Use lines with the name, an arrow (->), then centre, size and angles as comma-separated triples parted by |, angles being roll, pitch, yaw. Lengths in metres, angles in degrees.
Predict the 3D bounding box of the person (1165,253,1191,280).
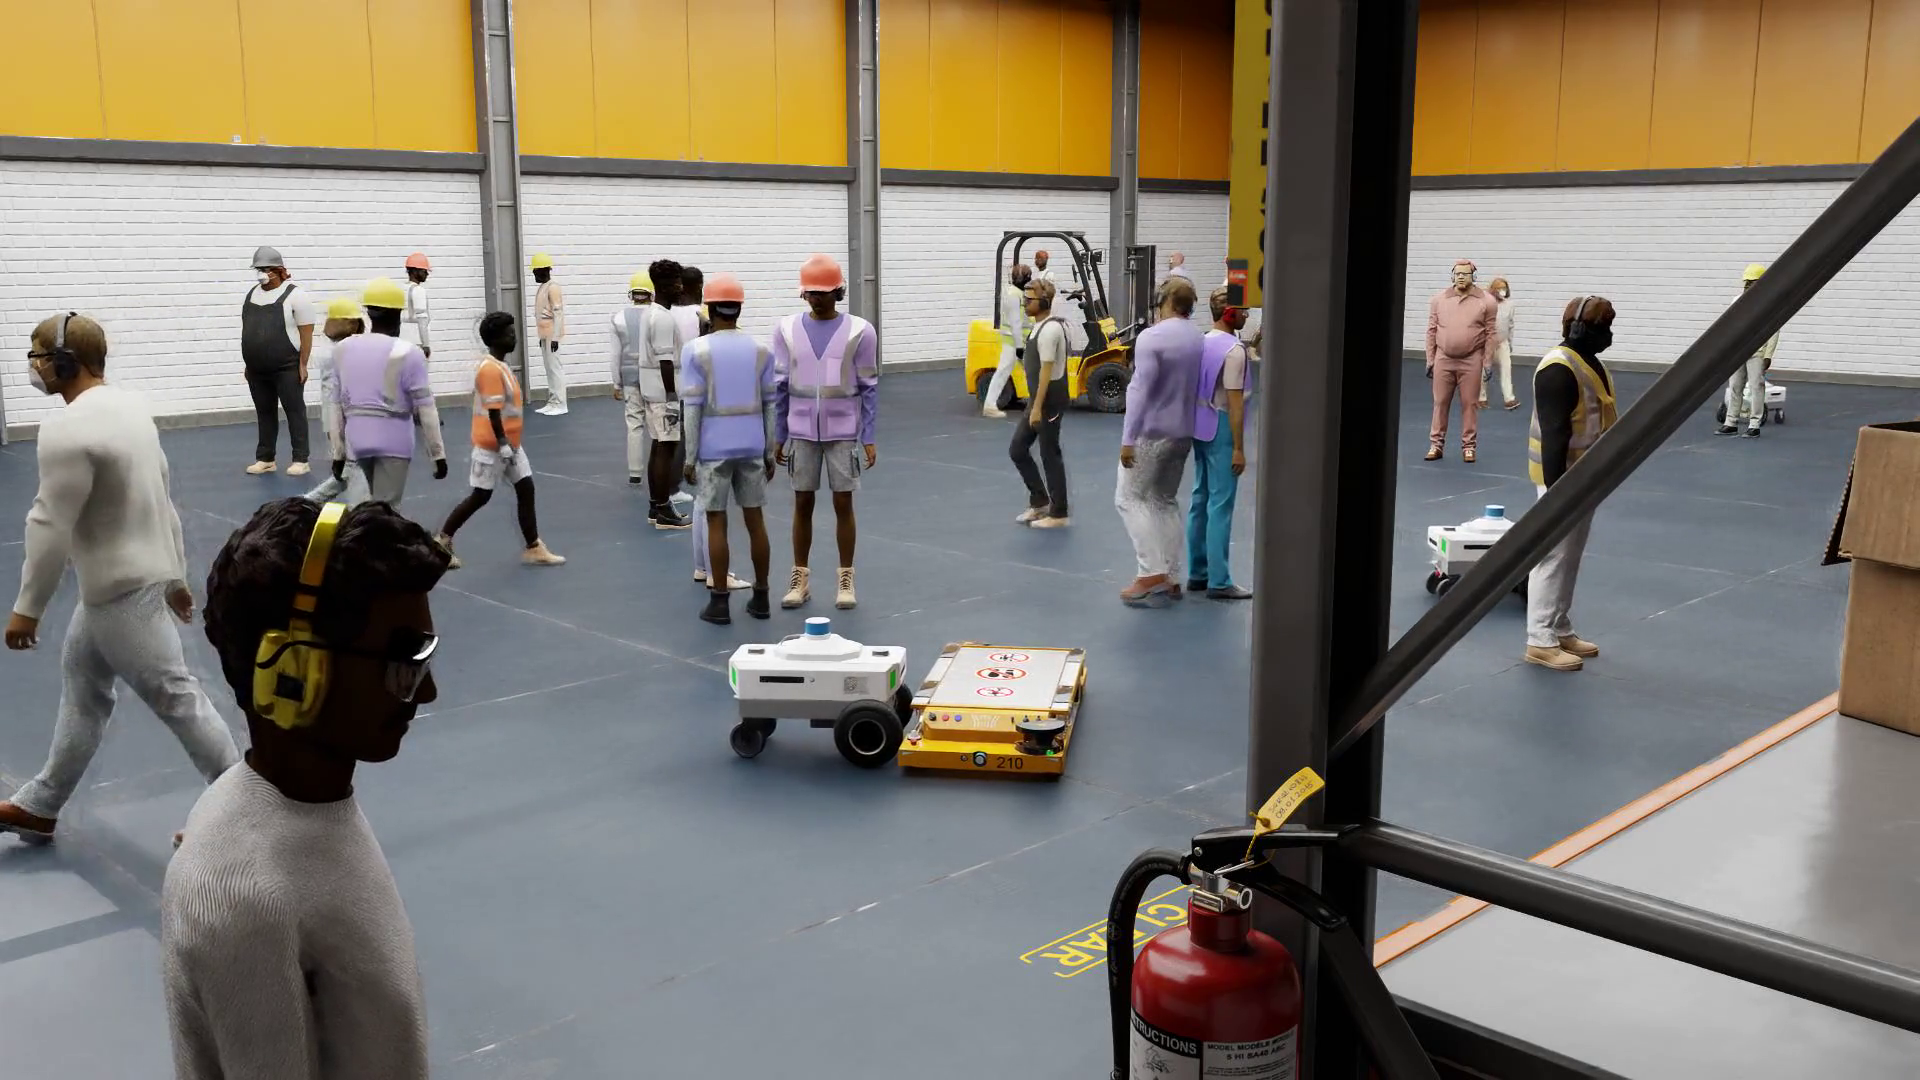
person -> 3.266, -3.441, 25.417 | 0.396, 1.864, 0.762 | 5, 12, 26

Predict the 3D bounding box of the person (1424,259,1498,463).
person -> 4.708, -1.685, 15.697 | 0.640, 1.909, 0.407 | 5, 11, 24

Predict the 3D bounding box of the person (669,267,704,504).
person -> -2.110, -1.257, 13.446 | 0.624, 1.866, 0.980 | 7, 12, 32

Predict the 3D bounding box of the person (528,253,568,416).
person -> -4.897, -2.439, 19.763 | 0.382, 1.923, 0.593 | -6, 12, -28

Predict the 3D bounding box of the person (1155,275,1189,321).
person -> 2.700, -2.654, 21.782 | 0.588, 1.618, 0.396 | -1, 10, -3

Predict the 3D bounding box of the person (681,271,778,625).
person -> -1.278, -0.506, 9.190 | 0.551, 1.933, 0.378 | -5, 12, -27

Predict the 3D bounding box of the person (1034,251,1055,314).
person -> 1.309, -3.663, 26.543 | 0.342, 1.883, 0.586 | -5, 11, -24

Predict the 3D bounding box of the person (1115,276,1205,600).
person -> 1.203, -0.584, 9.740 | 0.423, 1.900, 0.735 | 10, 14, 42

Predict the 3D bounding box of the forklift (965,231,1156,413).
forklift -> 1.222, -2.721, 20.561 | 2.313, 2.155, 1.214 | 2, 11, 13

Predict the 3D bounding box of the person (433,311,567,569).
person -> -3.012, -0.626, 10.596 | 0.830, 1.666, 0.529 | 0, 10, -1

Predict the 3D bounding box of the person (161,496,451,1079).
person -> -0.685, 0.872, 1.875 | 0.328, 1.865, 0.519 | -4, 11, -19

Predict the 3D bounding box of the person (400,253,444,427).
person -> -6.064, -2.233, 18.626 | 0.384, 1.930, 0.547 | -9, 14, -40

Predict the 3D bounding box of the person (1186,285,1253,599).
person -> 1.511, -0.578, 9.826 | 0.391, 1.846, 0.564 | -3, 11, -17

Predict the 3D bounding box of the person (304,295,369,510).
person -> -4.324, -0.846, 11.624 | 0.655, 1.720, 0.490 | 2, 11, 11

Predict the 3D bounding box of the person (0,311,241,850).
person -> -2.926, 0.169, 5.674 | 1.047, 1.879, 0.636 | -2, 11, -11

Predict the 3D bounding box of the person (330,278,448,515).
person -> -3.247, -0.549, 9.570 | 0.617, 1.876, 0.957 | 3, 11, 18

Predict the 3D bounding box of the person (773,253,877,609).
person -> -0.777, -0.608, 9.482 | 0.606, 2.033, 0.402 | 1, 10, 6

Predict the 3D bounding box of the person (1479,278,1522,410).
person -> 6.573, -2.373, 20.259 | 0.529, 1.595, 0.816 | -2, 11, -11

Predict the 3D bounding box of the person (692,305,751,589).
person -> -1.470, -0.583, 10.099 | 0.326, 1.760, 0.524 | -4, 11, -22

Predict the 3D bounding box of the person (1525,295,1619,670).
person -> 3.055, -0.290, 8.275 | 0.429, 1.839, 0.634 | 7, 13, 35

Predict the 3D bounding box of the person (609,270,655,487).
person -> -2.661, -1.359, 14.119 | 0.586, 1.835, 0.403 | -1, 10, -7

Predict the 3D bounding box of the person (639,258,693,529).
person -> -2.150, -1.064, 12.151 | 0.361, 1.963, 0.616 | -4, 11, -19

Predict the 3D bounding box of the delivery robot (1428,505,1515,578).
delivery robot -> 3.112, 0.041, 9.719 | 0.707, 0.478, 0.477 | 0, 10, 2

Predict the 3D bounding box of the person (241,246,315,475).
person -> -6.122, -1.590, 14.816 | 0.672, 2.000, 0.536 | 2, 11, 12

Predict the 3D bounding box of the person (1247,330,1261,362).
person -> 5.295, -3.940, 27.810 | 1.090, 1.988, 0.618 | 5, 12, 26

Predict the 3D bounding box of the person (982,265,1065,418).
person -> 0.703, -2.294, 19.334 | 0.987, 1.791, 0.645 | 3, 11, 16

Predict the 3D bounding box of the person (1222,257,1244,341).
person -> 3.520, -2.719, 21.400 | 0.355, 1.885, 0.576 | 2, 11, 13

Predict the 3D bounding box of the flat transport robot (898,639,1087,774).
flat transport robot -> 0.179, 0.691, 7.207 | 0.652, 0.197, 1.431 | 2, 10, 8

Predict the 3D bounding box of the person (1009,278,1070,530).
person -> 0.576, -0.970, 12.030 | 0.513, 1.828, 0.527 | -2, 11, -13

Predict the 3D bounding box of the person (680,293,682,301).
person -> -2.604, -1.531, 15.433 | 0.538, 1.696, 0.317 | 3, 11, 18

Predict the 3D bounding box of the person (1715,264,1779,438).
person -> 8.331, -1.993, 17.581 | 0.404, 1.833, 0.588 | -6, 12, -30

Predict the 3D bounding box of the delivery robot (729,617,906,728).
delivery robot -> -0.586, 0.564, 6.867 | 0.707, 0.478, 0.477 | 1, 10, 4

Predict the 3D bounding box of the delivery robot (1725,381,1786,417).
delivery robot -> 8.998, -1.626, 18.808 | 0.707, 0.478, 0.477 | -6, 12, -30
